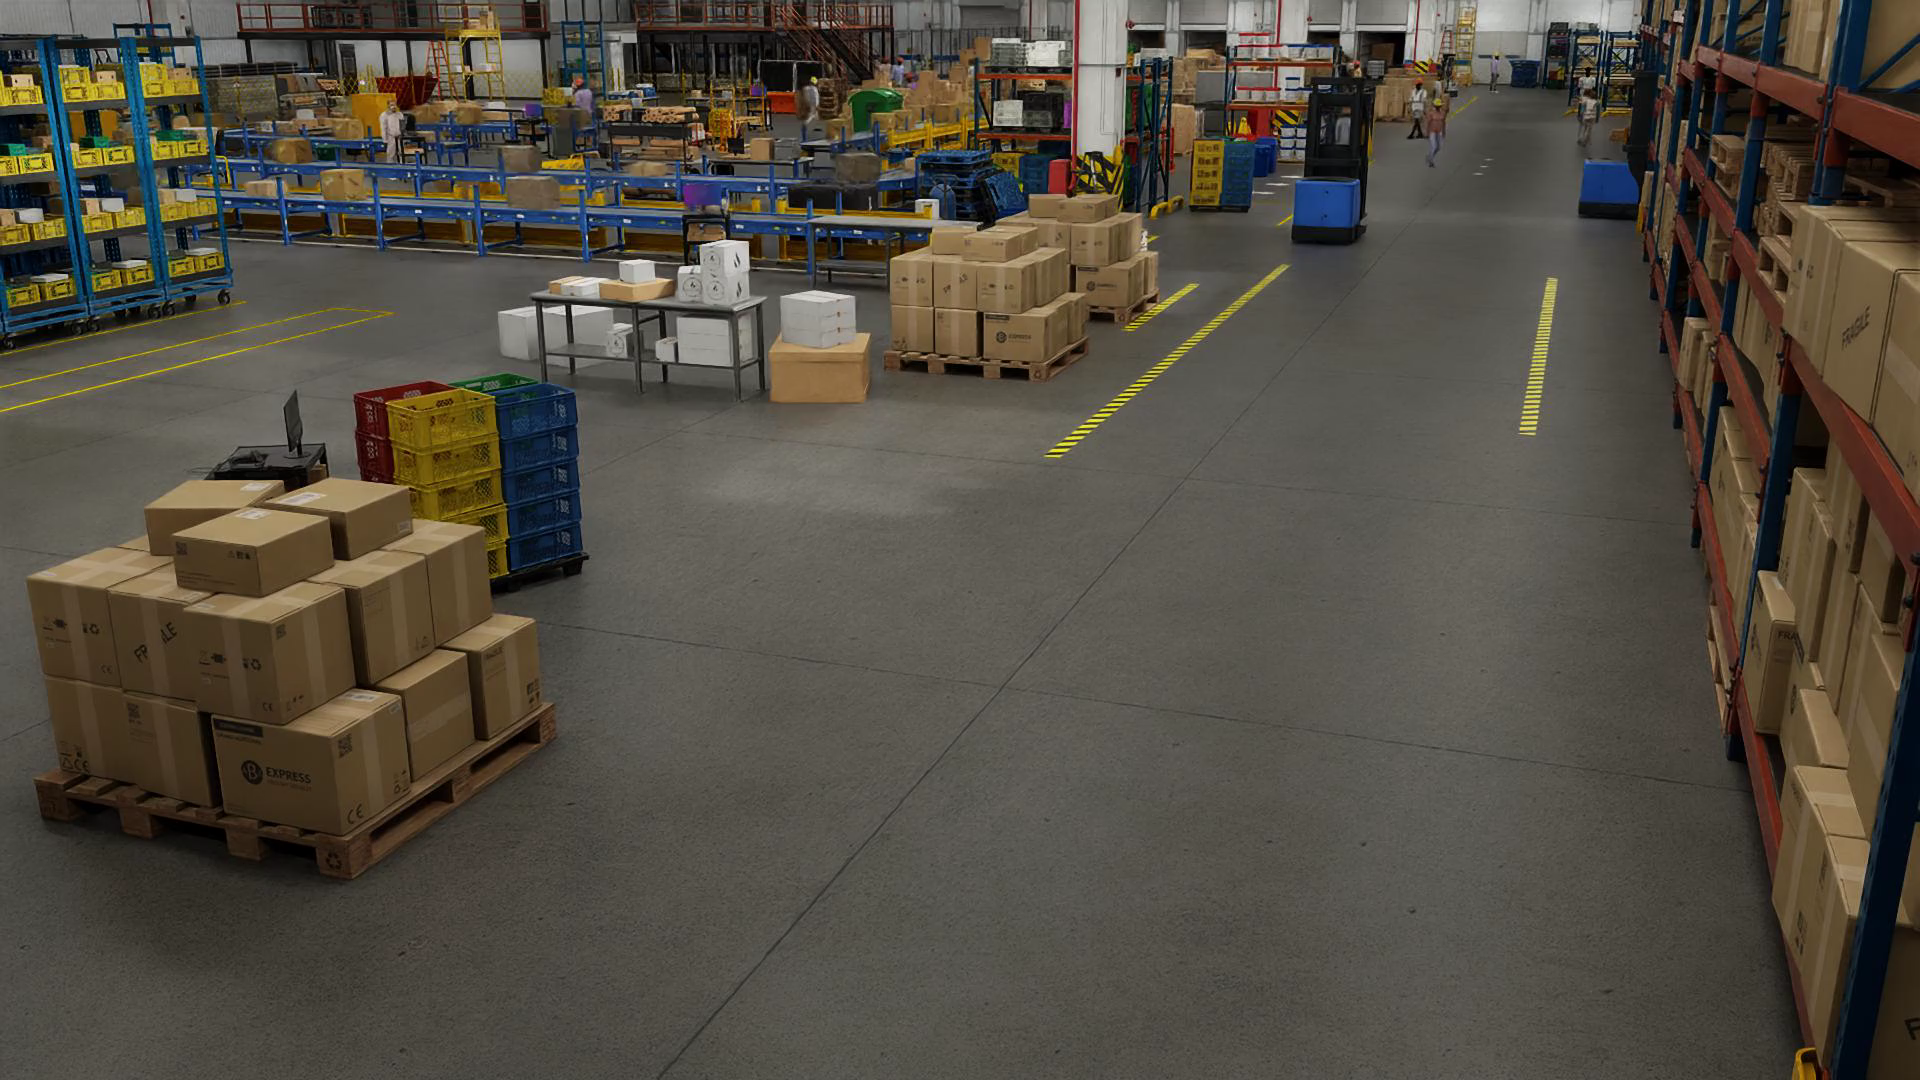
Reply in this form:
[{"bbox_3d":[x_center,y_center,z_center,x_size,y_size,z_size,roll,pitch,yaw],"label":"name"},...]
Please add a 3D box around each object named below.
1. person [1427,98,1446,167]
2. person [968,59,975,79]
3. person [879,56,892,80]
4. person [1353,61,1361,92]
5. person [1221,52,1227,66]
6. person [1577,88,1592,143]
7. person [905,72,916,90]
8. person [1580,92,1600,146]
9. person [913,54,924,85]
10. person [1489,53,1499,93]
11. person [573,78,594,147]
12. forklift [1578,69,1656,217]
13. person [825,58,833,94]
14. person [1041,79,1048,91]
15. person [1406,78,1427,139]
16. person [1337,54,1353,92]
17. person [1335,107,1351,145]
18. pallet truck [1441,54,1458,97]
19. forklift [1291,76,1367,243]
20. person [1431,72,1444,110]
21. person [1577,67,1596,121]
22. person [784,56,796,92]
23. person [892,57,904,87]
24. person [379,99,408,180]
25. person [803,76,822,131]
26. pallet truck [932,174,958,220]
[{"bbox_3d":[12.375,-10.612,43.316,0.540,1.756,0.448,-5,18,-14],"label":"person"},{"bbox_3d":[0.505,-21.050,76.003,0.980,1.832,0.598,-6,19,-18],"label":"person"},{"bbox_3d":[-3.324,-20.638,74.438,0.622,1.992,0.396,-9,20,-26],"label":"person"},{"bbox_3d":[16.635,-19.131,69.823,0.399,1.928,0.542,9,20,26],"label":"person"},{"bbox_3d":[14.412,-25.679,90.608,0.966,1.795,0.631,-6,19,-20],"label":"person"},{"bbox_3d":[19.314,-13.123,51.407,0.309,1.638,0.511,-1,18,-2],"label":"person"},{"bbox_3d":[-1.800,-15.059,57.062,0.930,1.896,0.570,-9,20,-26],"label":"person"},{"bbox_3d":[18.990,-12.702,50.156,0.523,1.585,0.858,13,22,36],"label":"person"},{"bbox_3d":[-2.004,-22.421,80.166,0.590,1.919,0.396,-10,20,-28],"label":"person"},{"bbox_3d":[26.598,-23.220,82.658,0.361,1.930,0.587,-7,19,-20],"label":"person"},{"bbox_3d":[-11.185,-12.698,49.449,0.442,2.018,0.654,13,22,36],"label":"person"},{"bbox_3d":[13.219,-7.740,32.475,1.873,2.768,1.129,6,19,18],"label":"forklift"},{"bbox_3d":[-6.133,-21.650,77.902,0.545,1.831,0.508,-7,19,-20],"label":"person"},{"bbox_3d":[3.939,-21.742,78.318,0.487,1.744,0.294,-16,24,-41],"label":"person"},{"bbox_3d":[14.526,-13.693,52.794,0.909,1.898,0.555,-13,22,-35],"label":"person"},{"bbox_3d":[17.833,-21.532,77.174,1.003,2.000,0.703,-11,21,-30],"label":"person"},{"bbox_3d":[9.612,-9.992,41.618,0.503,1.618,0.609,10,20,29],"label":"person"},{"bbox_3d":[22.765,-21.886,78.355,0.823,1.965,1.885,-4,18,-14],"label":"pallet truck"},{"bbox_3d":[6.598,-6.755,29.381,1.129,2.768,1.873,6,19,19],"label":"forklift"},{"bbox_3d":[16.913,-15.540,58.657,0.701,1.843,0.546,9,20,27],"label":"person"},{"bbox_3d":[23.041,-16.414,61.236,0.606,1.957,0.383,4,18,13],"label":"person"},{"bbox_3d":[-7.978,-21.734,78.063,0.573,1.883,0.353,4,18,14],"label":"person"},{"bbox_3d":[-2.827,-21.016,75.788,0.609,1.896,0.421,-6,19,-19],"label":"person"},{"bbox_3d":[-13.573,-9.618,39.978,0.399,1.900,0.646,14,22,37],"label":"person"},{"bbox_3d":[-4.995,-14.672,55.986,0.682,1.817,0.602,-11,21,-30],"label":"person"},{"bbox_3d":[-0.507,-5.292,27.348,0.653,1.274,1.630,6,19,19],"label":"pallet truck"}]
